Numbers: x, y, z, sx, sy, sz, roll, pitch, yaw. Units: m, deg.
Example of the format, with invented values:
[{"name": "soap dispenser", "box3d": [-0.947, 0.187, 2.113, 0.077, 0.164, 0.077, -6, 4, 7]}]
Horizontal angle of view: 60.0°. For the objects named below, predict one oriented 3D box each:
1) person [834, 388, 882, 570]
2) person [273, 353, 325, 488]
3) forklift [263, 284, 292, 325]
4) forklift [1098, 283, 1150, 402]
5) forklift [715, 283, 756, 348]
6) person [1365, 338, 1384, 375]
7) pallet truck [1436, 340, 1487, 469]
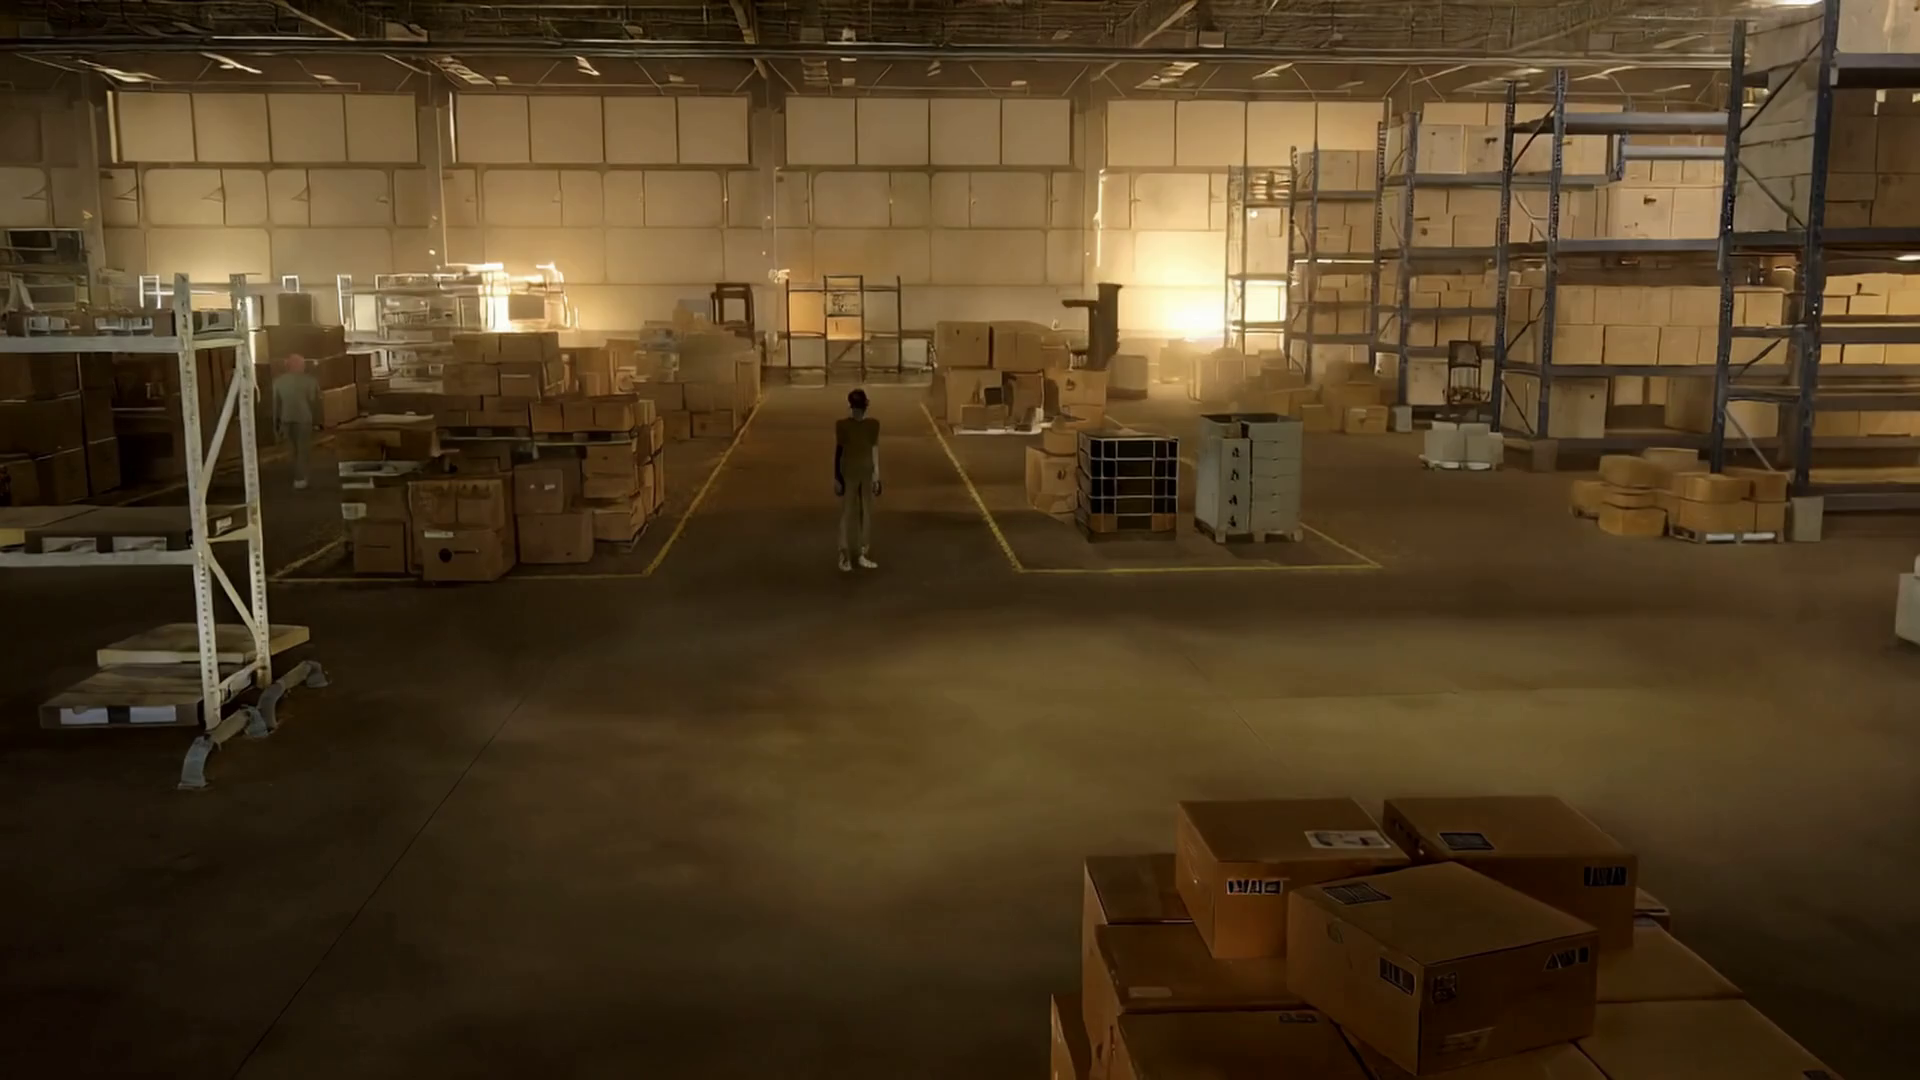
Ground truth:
[{"name": "person", "box3d": [-1.046, -0.635, 17.179, 0.517, 1.873, 0.334, -4, 10, -23]}, {"name": "person", "box3d": [-9.430, -1.721, 23.856, 0.666, 1.912, 0.791, 0, 9, 2]}, {"name": "forklift", "box3d": [-15.683, -4.518, 38.400, 1.873, 2.768, 1.129, -1, 9, -4]}, {"name": "forklift", "box3d": [3.562, -4.735, 39.764, 1.873, 2.768, 1.129, 3, 9, 17]}, {"name": "forklift", "box3d": [-5.994, -5.447, 44.230, 1.129, 2.768, 1.873, -1, 9, -4]}, {"name": "person", "box3d": [9.328, -3.744, 37.422, 0.311, 1.638, 0.522, -6, 11, -35]}, {"name": "pallet truck", "box3d": [8.004, -2.170, 26.422, 0.823, 1.965, 1.885, 2, 9, 14]}]
